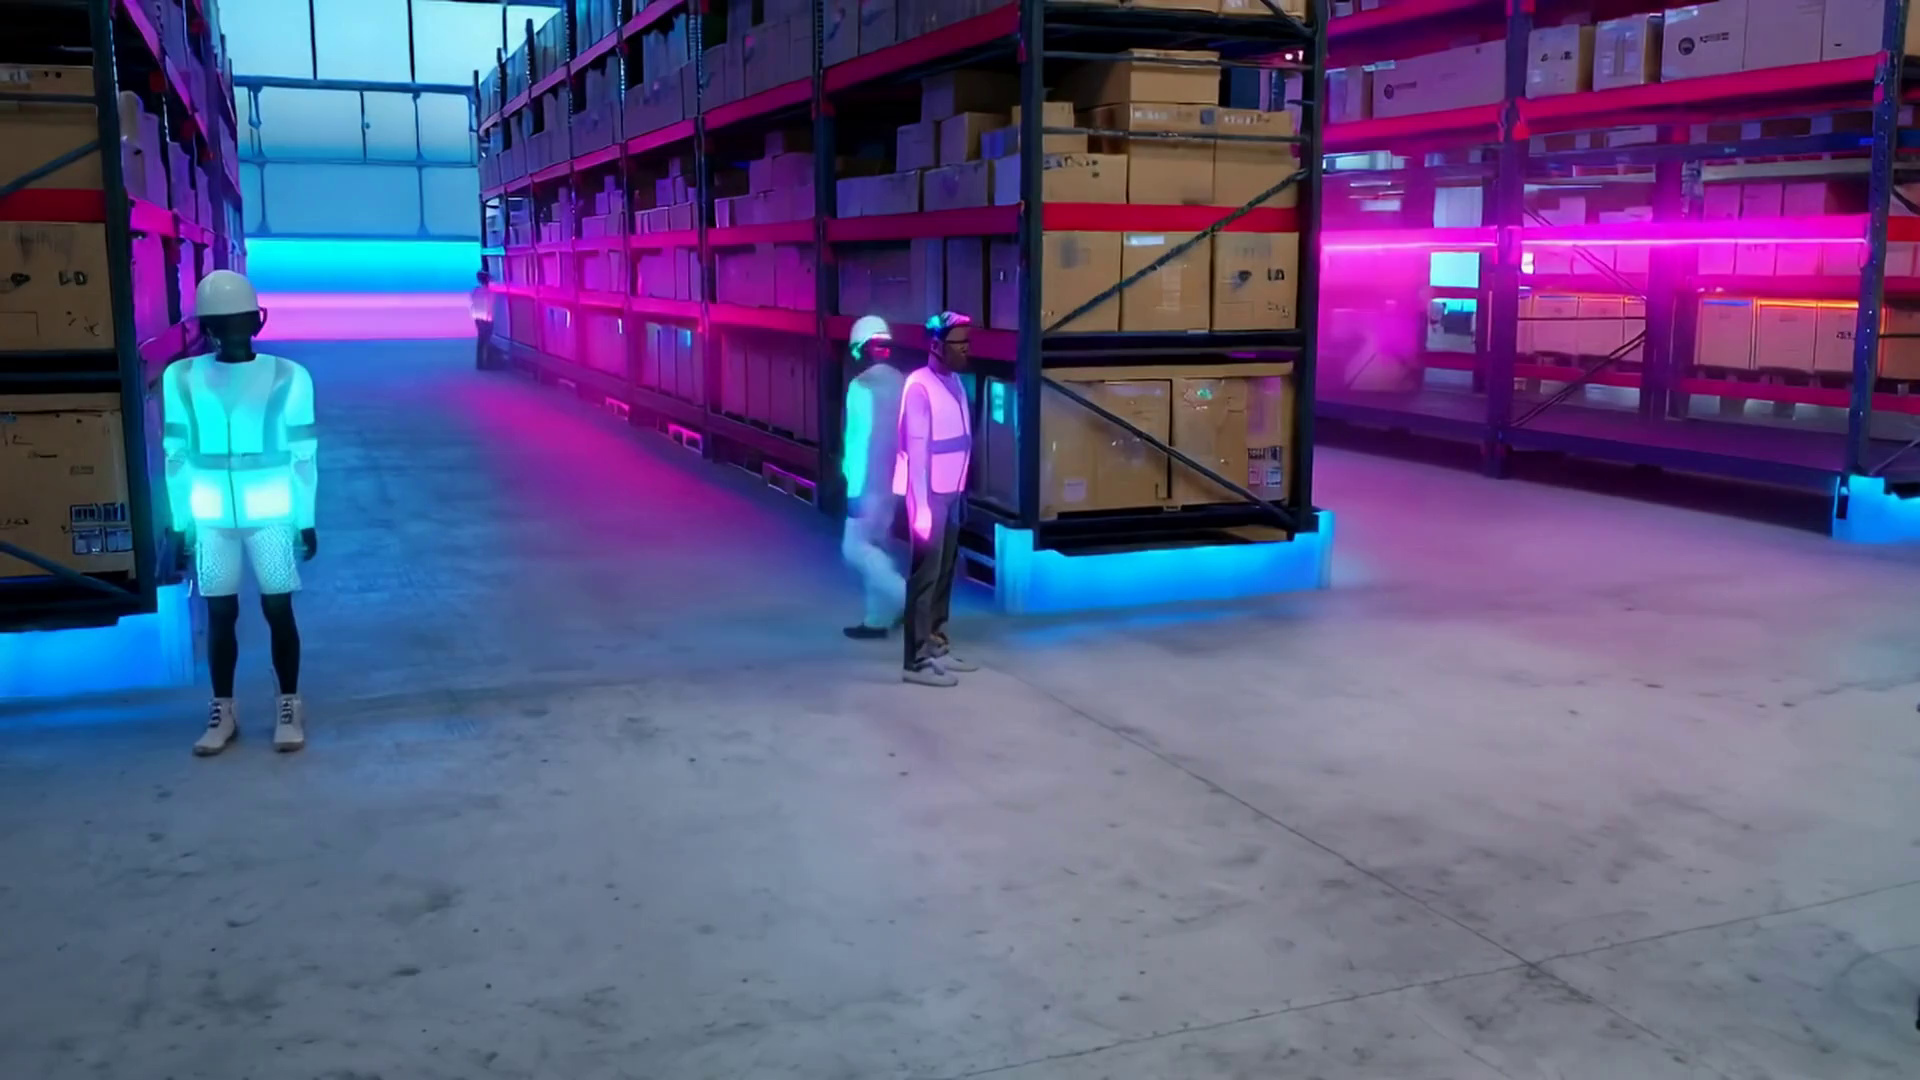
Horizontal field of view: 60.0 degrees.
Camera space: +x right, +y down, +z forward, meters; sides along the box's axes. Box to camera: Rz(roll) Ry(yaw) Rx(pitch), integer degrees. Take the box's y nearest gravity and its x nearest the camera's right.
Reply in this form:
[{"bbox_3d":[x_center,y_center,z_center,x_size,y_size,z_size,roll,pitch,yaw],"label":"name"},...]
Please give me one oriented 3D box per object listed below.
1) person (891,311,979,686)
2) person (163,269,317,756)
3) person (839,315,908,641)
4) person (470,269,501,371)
[{"bbox_3d":[-0.133,-0.207,8.232,0.381,1.836,0.564,3,10,18],"label":"person"},{"bbox_3d":[-3.019,-0.106,7.004,0.605,2.044,0.375,-2,10,-10],"label":"person"},{"bbox_3d":[-0.402,-0.310,9.008,0.542,1.794,0.609,4,10,24],"label":"person"},{"bbox_3d":[-9.083,-4.202,31.830,0.763,1.946,0.475,7,12,36],"label":"person"}]
